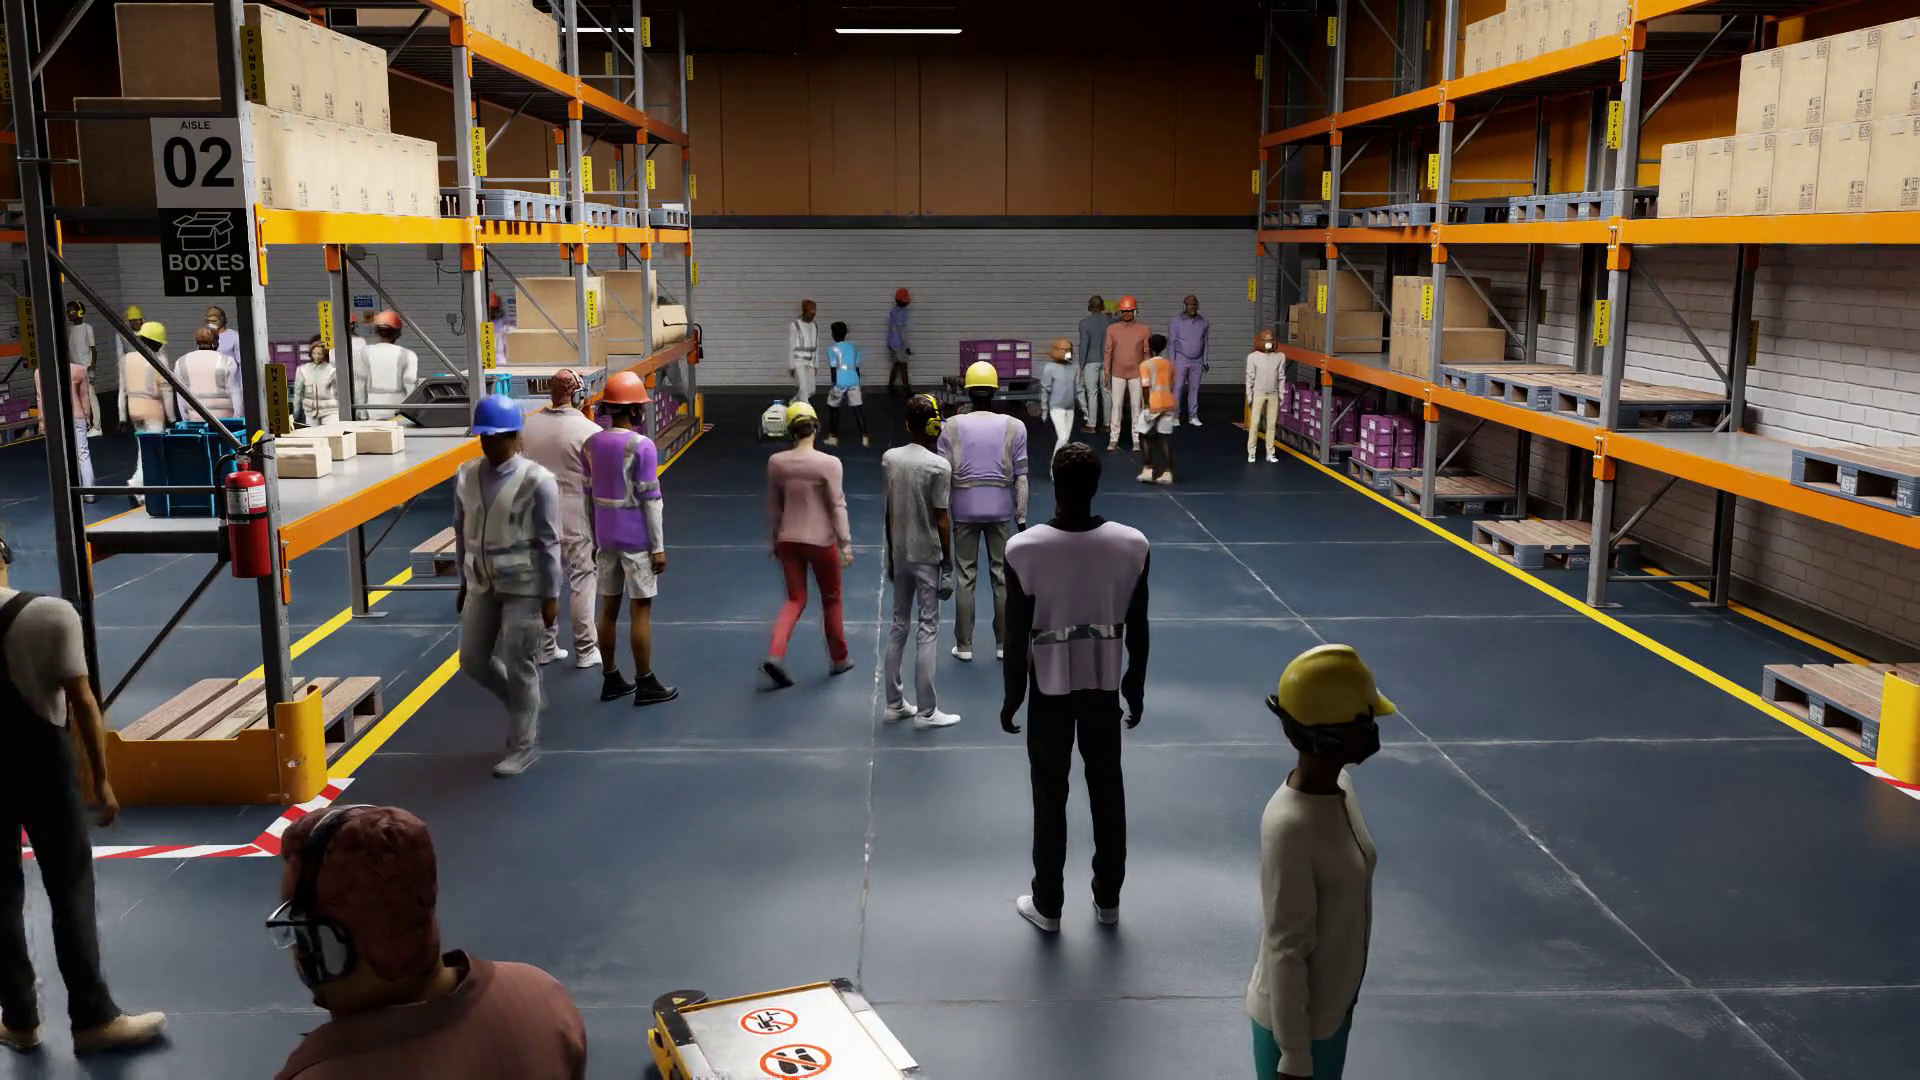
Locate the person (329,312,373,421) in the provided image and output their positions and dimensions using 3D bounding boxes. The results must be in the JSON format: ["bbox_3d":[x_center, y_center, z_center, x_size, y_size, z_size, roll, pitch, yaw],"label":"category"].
[{"bbox_3d":[-7.032,-1.725,19.371,0.552,1.904,0.650,-9,14,-42],"label":"person"}]

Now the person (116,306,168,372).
[{"bbox_3d":[-11.234,-2.312,22.899,0.610,1.801,0.677,-7,12,-34],"label":"person"}]

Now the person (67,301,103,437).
[{"bbox_3d":[-12.102,-2.352,22.923,0.517,1.874,0.328,6,12,30],"label":"person"}]

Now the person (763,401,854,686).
[{"bbox_3d":[-0.936,0.024,10.126,0.598,1.717,0.748,5,11,24],"label":"person"}]

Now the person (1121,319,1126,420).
[{"bbox_3d":[2.472,-2.544,24.764,0.504,1.596,0.781,-3,11,-15],"label":"person"}]

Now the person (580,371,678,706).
[{"bbox_3d":[-1.930,-0.007,9.669,0.544,1.939,0.372,6,12,31],"label":"person"}]

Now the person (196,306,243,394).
[{"bbox_3d":[-8.690,-1.790,19.622,0.629,1.933,0.379,1,10,7],"label":"person"}]

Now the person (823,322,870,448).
[{"bbox_3d":[-1.458,-2.023,21.746,0.540,1.642,0.741,-9,13,-40],"label":"person"}]

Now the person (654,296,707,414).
[{"bbox_3d":[-4.312,-2.721,24.993,0.972,1.902,0.617,-4,11,-20],"label":"person"}]

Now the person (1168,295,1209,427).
[{"bbox_3d":[3.341,-2.602,24.219,0.643,1.909,0.400,-3,11,-15],"label":"person"}]

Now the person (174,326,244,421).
[{"bbox_3d":[-7.506,-1.223,16.721,0.634,1.839,0.429,0,10,-3],"label":"person"}]

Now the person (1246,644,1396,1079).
[{"bbox_3d":[0.836,1.110,3.918,0.298,1.772,0.533,4,11,23],"label":"person"}]

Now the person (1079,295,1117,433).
[{"bbox_3d":[1.925,-2.466,23.387,0.627,1.935,0.371,-5,11,-27],"label":"person"}]

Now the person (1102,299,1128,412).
[{"bbox_3d":[2.448,-2.879,26.082,0.445,1.799,0.626,9,14,42],"label":"person"}]

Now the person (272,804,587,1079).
[{"bbox_3d":[-0.826,1.305,2.467,0.409,1.904,0.639,4,11,23],"label":"person"}]

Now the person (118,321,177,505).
[{"bbox_3d":[-8.364,-1.286,16.987,0.616,1.879,0.713,4,11,19],"label":"person"}]

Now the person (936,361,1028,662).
[{"bbox_3d":[0.136,-0.176,10.653,0.594,1.922,0.382,-1,10,-4],"label":"person"}]

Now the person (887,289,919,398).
[{"bbox_3d":[-0.963,-3.371,28.591,0.582,1.889,0.552,-2,10,-13],"label":"person"}]

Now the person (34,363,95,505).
[{"bbox_3d":[-9.101,-1.216,16.893,0.328,1.765,0.527,8,13,37],"label":"person"}]

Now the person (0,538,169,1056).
[{"bbox_3d":[-3.026,0.815,5.492,0.705,1.805,0.396,-1,10,-7],"label":"person"}]

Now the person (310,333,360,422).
[{"bbox_3d":[-7.533,-1.893,20.188,0.619,1.949,1.044,-2,10,-9],"label":"person"}]

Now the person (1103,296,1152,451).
[{"bbox_3d":[2.149,-2.134,21.361,0.625,1.992,0.388,2,10,11],"label":"person"}]

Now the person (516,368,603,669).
[{"bbox_3d":[-2.456,-0.132,10.493,0.647,1.901,0.402,4,11,21],"label":"person"}]

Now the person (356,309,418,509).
[{"bbox_3d":[-5.658,-1.262,16.429,0.610,2.023,0.819,-1,10,-4],"label":"person"}]

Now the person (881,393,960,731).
[{"bbox_3d":[-0.221,0.122,9.181,0.501,1.860,0.312,9,13,40],"label":"person"}]

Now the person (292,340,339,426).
[{"bbox_3d":[-6.947,-1.354,18.049,0.550,1.619,0.454,0,10,-3],"label":"person"}]

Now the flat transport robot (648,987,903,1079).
[{"bbox_3d":[-0.454,1.674,4.950,0.652,0.197,1.431,-4,11,-23],"label":"flat transport robot"}]

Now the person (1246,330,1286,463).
[{"bbox_3d":[3.718,-1.745,20.245,0.500,1.621,0.286,-2,10,-10],"label":"person"}]

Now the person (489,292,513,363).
[{"bbox_3d":[-6.298,-2.351,22.513,0.625,2.020,0.784,2,10,9],"label":"person"}]

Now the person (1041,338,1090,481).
[{"bbox_3d":[1.179,-1.425,18.457,0.504,1.617,0.492,-8,13,-38],"label":"person"}]

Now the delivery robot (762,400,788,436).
[{"bbox_3d":[-2.455,-1.643,22.378,0.477,0.478,0.707,0,10,0],"label":"delivery robot"}]

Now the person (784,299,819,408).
[{"bbox_3d":[-2.302,-2.546,24.023,0.672,1.866,0.581,8,13,39],"label":"person"}]

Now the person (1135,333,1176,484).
[{"bbox_3d":[2.219,-1.446,18.447,0.548,1.652,0.508,-6,12,-32],"label":"person"}]

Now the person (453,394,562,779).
[{"bbox_3d":[-2.273,0.223,8.383,0.617,1.931,0.471,4,11,21],"label":"person"}]

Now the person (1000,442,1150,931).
[{"bbox_3d":[0.450,0.576,6.479,0.596,1.918,0.385,-3,10,-14],"label":"person"}]
